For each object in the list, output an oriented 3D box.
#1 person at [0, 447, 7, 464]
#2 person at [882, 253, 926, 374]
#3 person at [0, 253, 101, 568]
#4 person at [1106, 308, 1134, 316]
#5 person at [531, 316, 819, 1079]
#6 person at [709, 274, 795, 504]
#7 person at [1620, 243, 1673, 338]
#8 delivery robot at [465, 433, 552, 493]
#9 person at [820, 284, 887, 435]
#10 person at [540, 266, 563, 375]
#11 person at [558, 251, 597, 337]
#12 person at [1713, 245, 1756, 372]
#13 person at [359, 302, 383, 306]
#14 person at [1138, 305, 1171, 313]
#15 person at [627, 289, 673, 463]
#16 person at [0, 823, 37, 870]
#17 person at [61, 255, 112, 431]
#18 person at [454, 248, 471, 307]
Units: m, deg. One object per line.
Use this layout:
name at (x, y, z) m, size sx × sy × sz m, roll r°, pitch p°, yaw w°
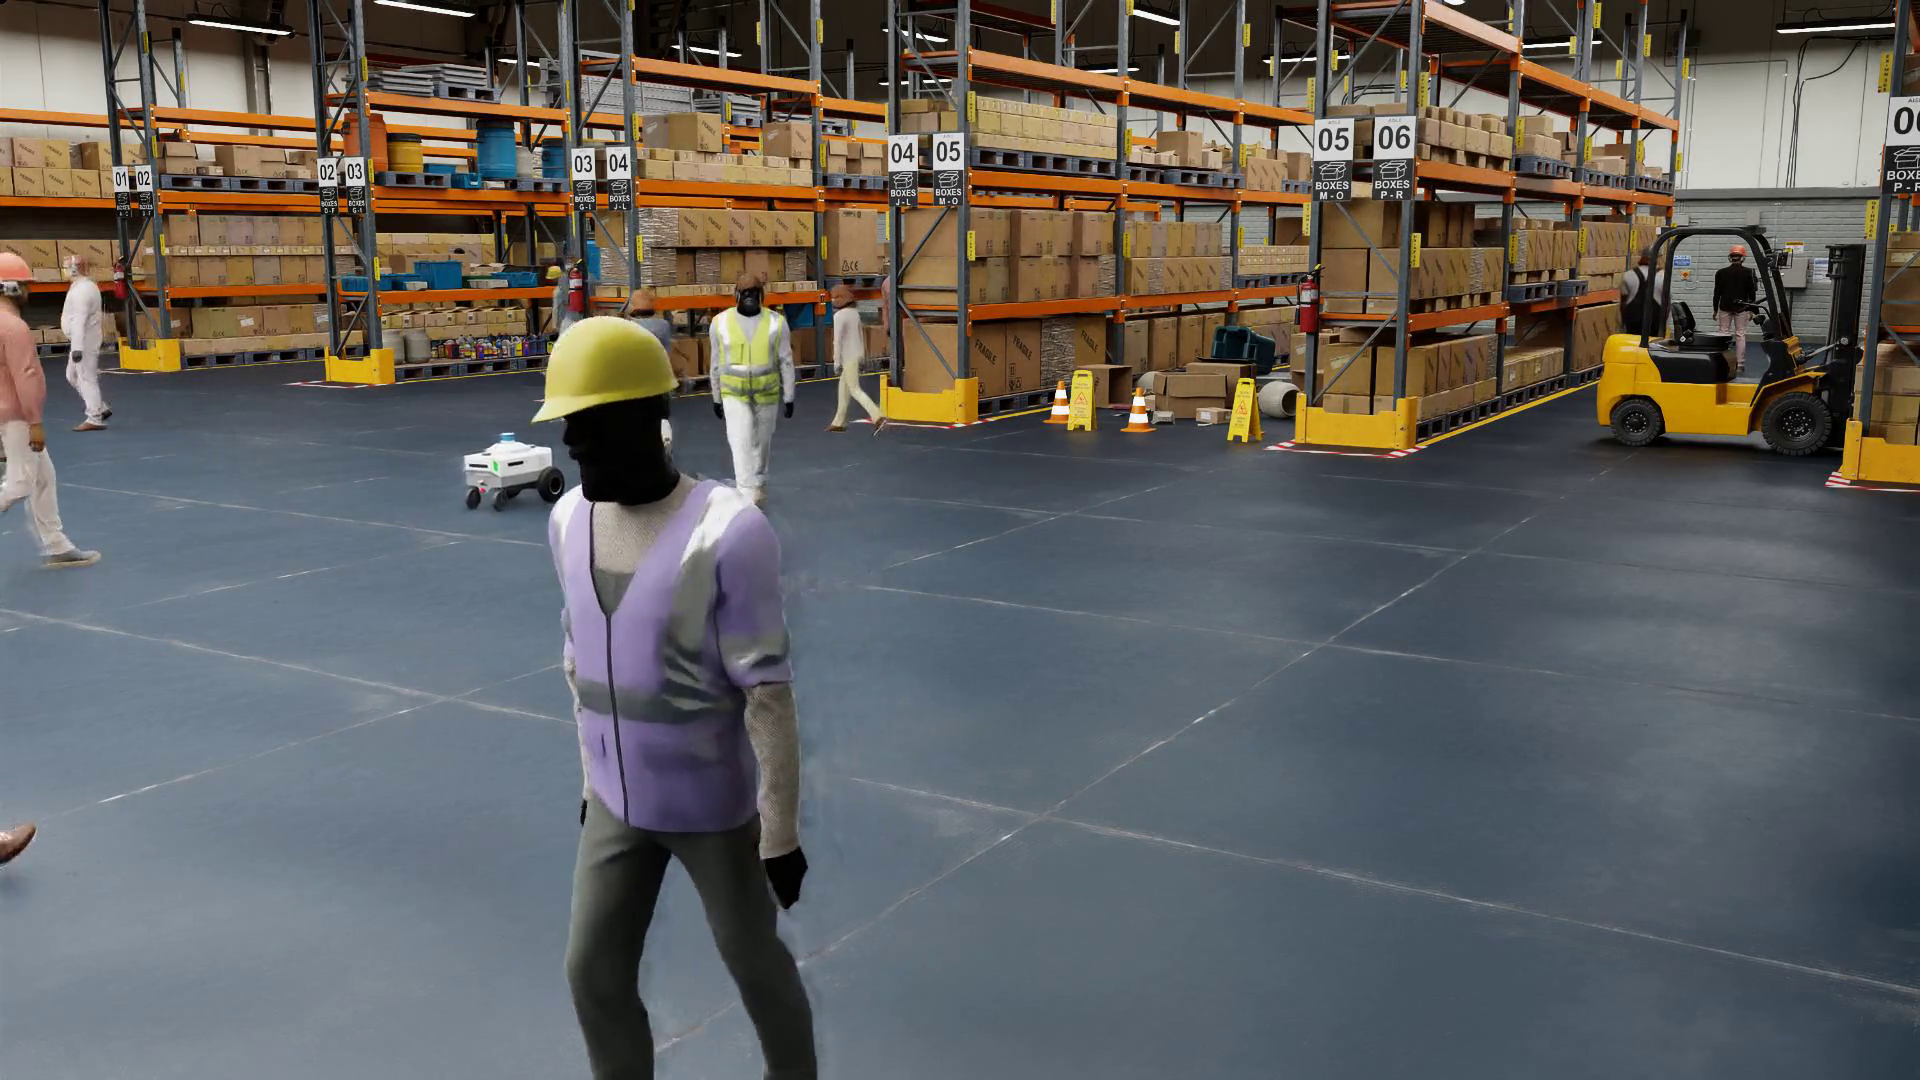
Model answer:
person at (-8.913, -1.449, 15.023) m, size 0.506 × 1.605 × 0.726 m, roll 1°, pitch 10°, yaw 3°
person at (-0.692, -2.770, 21.585) m, size 0.652 × 1.906 × 0.403 m, roll 7°, pitch 12°, yaw 33°
person at (-5.794, -0.749, 10.084) m, size 0.894 × 1.968 × 0.624 m, roll -10°, pitch 14°, yaw -43°
person at (2.878, -4.159, 29.776) m, size 1.028 × 1.754 × 0.572 m, roll -9°, pitch 13°, yaw -41°
person at (-0.548, 0.494, 3.401) m, size 0.635 × 1.889 × 0.586 m, roll 7°, pitch 12°, yaw 32°
person at (-1.576, -1.112, 12.627) m, size 0.628 × 1.802 × 0.968 m, roll -2°, pitch 10°, yaw -9°
person at (9.540, -3.116, 23.141) m, size 0.688 × 2.000 × 0.536 m, roll 6°, pitch 12°, yaw 31°
delivery robot at (-3.488, -0.586, 12.870) m, size 0.477 × 0.478 × 0.707 m, roll 5°, pitch 11°, yaw 25°
person at (-1.117, -1.905, 17.615) m, size 0.807 × 1.598 × 0.529 m, roll 4°, pitch 11°, yaw 20°
person at (-5.913, -3.219, 24.699) m, size 0.832 × 1.680 × 0.552 m, roll 1°, pitch 10°, yaw 7°
person at (-5.213, -2.936, 22.486) m, size 0.627 × 1.913 × 0.683 m, roll 4°, pitch 11°, yaw 21°
person at (12.185, -3.633, 26.191) m, size 0.610 × 1.986 × 0.392 m, roll 5°, pitch 11°, yaw 27°
person at (-12.083, -5.008, 34.313) m, size 0.526 × 1.844 × 0.797 m, roll 6°, pitch 12°, yaw 31°
person at (3.389, -4.090, 28.976) m, size 0.644 × 1.908 × 0.409 m, roll 7°, pitch 12°, yaw 33°
person at (-2.832, -1.459, 15.043) m, size 0.515 × 1.614 × 0.572 m, roll -6°, pitch 12°, yaw -30°
person at (-3.360, 0.261, 4.892) m, size 0.519 × 1.809 × 1.004 m, roll 5°, pitch 11°, yaw 26°
person at (-9.470, -2.114, 17.924) m, size 0.432 × 1.894 × 0.670 m, roll -4°, pitch 11°, yaw -19°
person at (-10.485, -5.185, 35.073) m, size 0.587 × 1.920 × 0.392 m, roll 7°, pitch 12°, yaw 35°
